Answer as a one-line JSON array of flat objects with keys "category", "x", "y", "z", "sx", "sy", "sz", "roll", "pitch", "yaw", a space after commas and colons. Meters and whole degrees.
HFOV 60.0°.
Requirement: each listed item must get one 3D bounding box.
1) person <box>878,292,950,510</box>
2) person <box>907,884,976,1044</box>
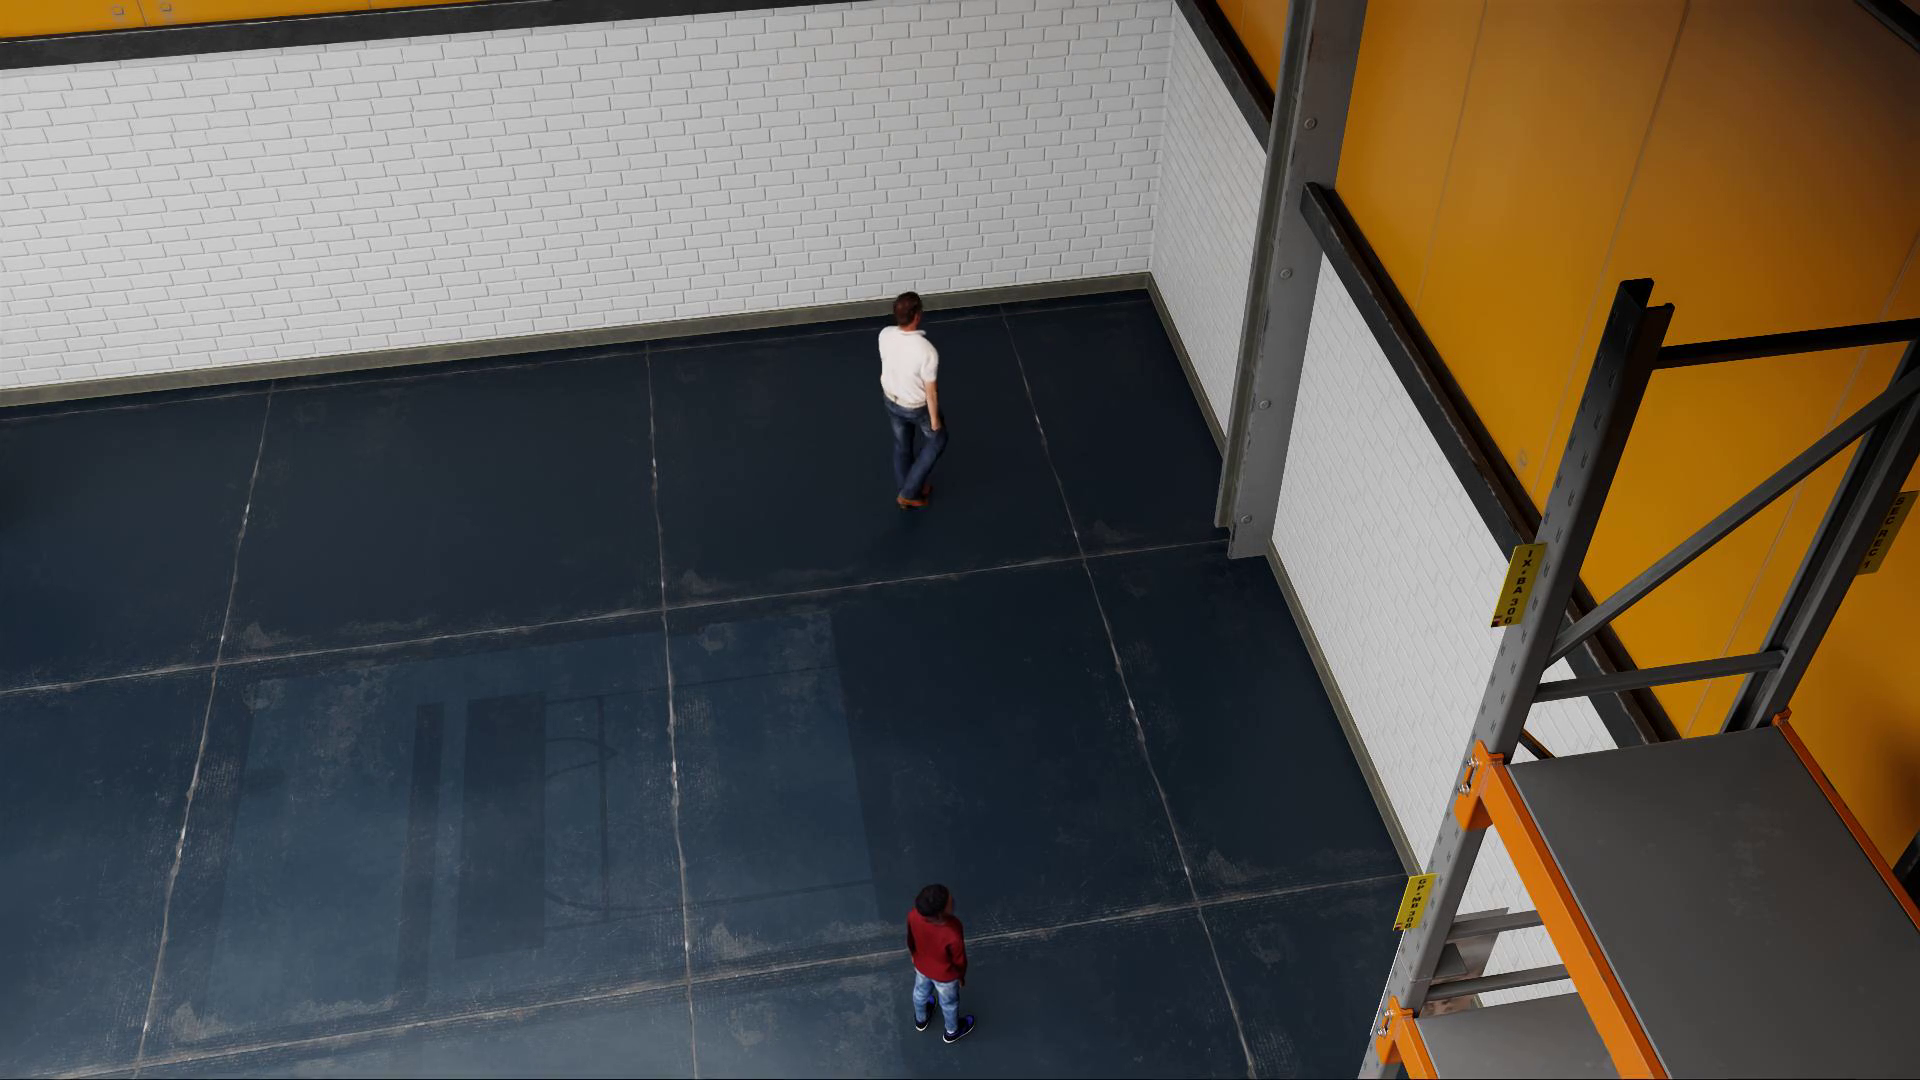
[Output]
[{"category": "person", "x": -0.414, "y": -0.905, "z": 11.722, "sx": 0.813, "sy": 1.849, "sz": 0.882, "roll": 30, "pitch": 51, "yaw": 28}, {"category": "person", "x": -0.120, "y": 2.250, "z": 8.843, "sx": 0.582, "sy": 1.253, "sz": 0.638, "roll": 24, "pitch": 48, "yaw": 23}]
